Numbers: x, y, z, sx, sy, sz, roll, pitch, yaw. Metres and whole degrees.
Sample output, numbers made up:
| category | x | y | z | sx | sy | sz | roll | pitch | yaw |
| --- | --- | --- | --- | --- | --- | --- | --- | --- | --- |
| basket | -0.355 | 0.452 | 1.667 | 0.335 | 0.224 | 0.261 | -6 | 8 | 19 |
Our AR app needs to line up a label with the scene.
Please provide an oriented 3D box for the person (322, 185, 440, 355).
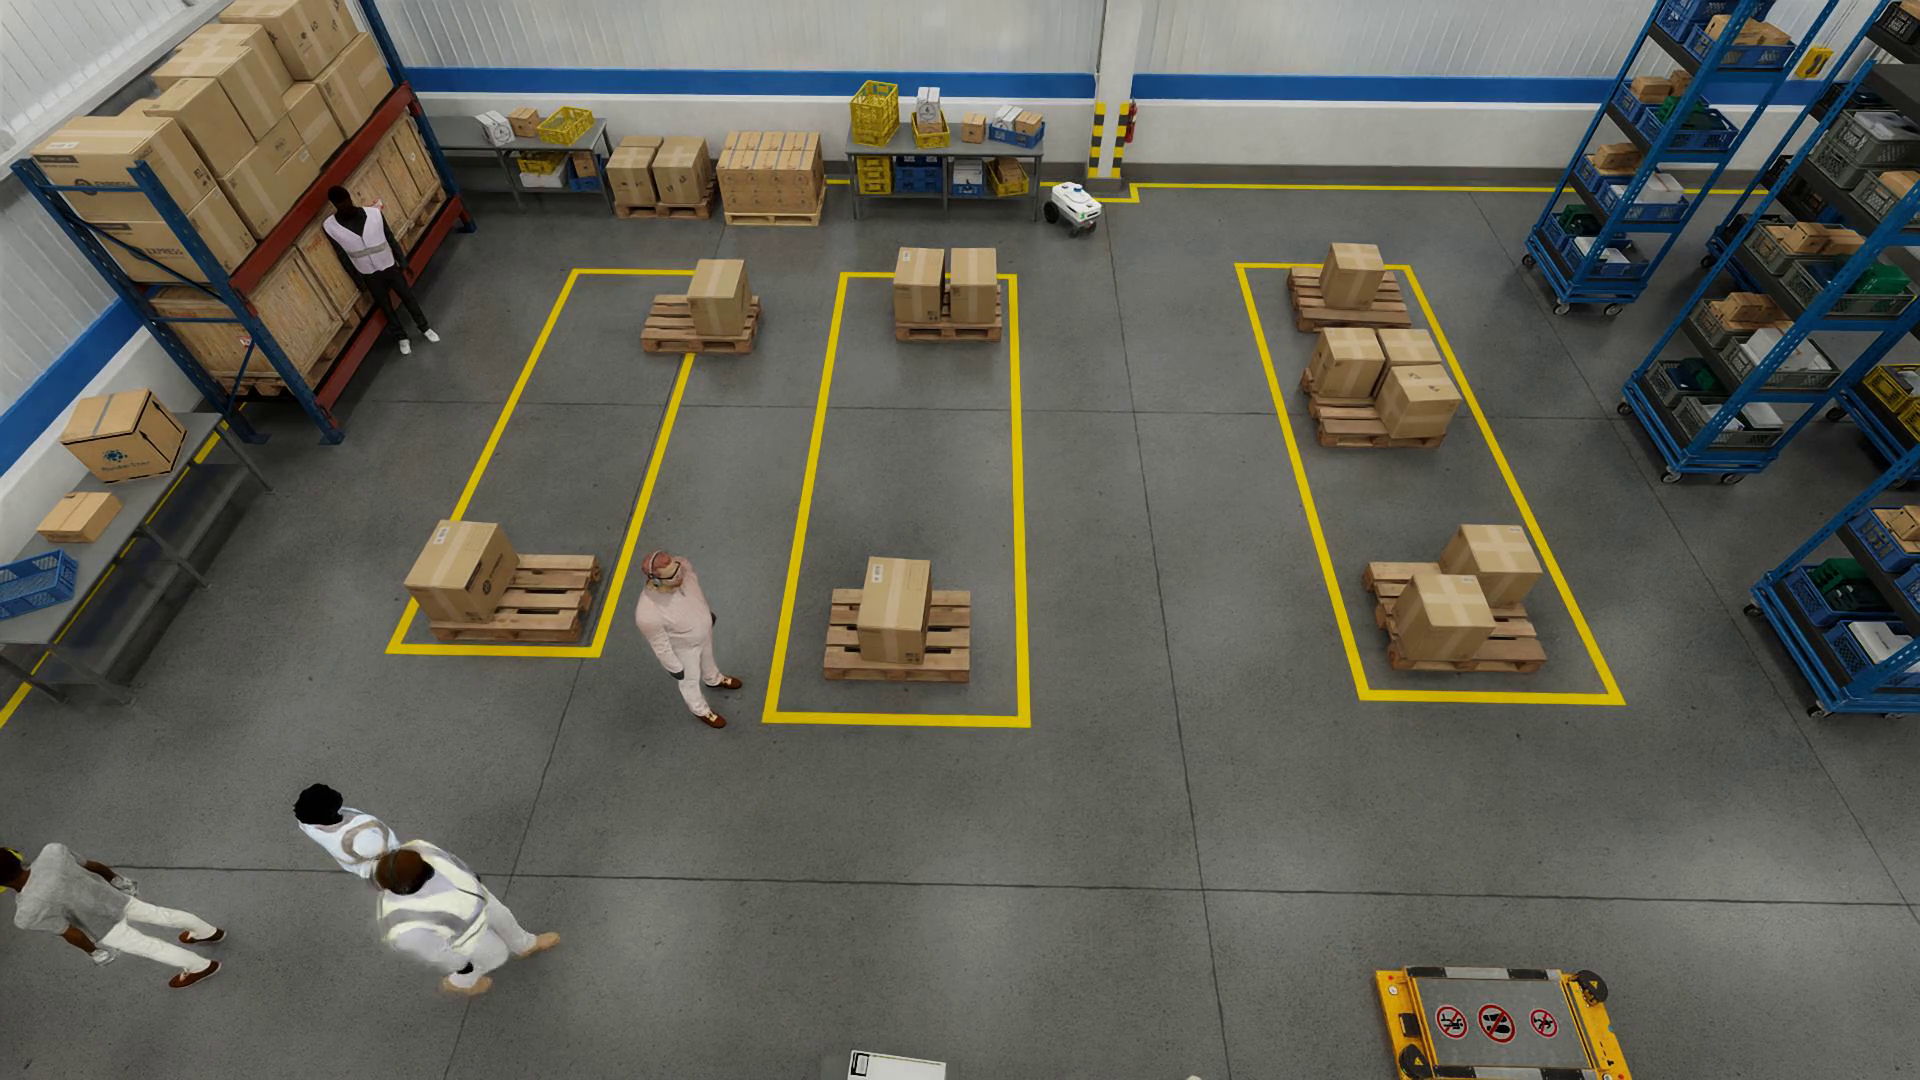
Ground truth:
| category | x | y | z | sx | sy | sz | roll | pitch | yaw |
| --- | --- | --- | --- | --- | --- | --- | --- | --- | --- |
| person | -6.193 | -2.890 | 9.772 | 0.590 | 1.915 | 0.392 | -31 | 57 | -23 |

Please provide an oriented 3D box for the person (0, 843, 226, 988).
| category | x | y | z | sx | sy | sz | roll | pitch | yaw |
| --- | --- | --- | --- | --- | --- | --- | --- | --- | --- |
| person | -5.215 | 2.294 | 5.578 | 0.313 | 1.863 | 0.539 | -12 | 52 | -10 |

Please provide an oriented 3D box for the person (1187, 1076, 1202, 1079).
| category | x | y | z | sx | sy | sz | roll | pitch | yaw |
| --- | --- | --- | --- | --- | --- | --- | --- | --- | --- |
| person | 1.126 | 3.241 | 4.824 | 0.403 | 1.834 | 0.589 | 27 | 56 | 20 |

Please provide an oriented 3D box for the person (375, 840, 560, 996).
| category | x | y | z | sx | sy | sz | roll | pitch | yaw |
| --- | --- | --- | --- | --- | --- | --- | --- | --- | --- |
| person | -3.063 | 2.305 | 5.596 | 0.569 | 1.818 | 0.657 | -12 | 52 | -10 |

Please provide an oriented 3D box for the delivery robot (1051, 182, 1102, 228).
| category | x | y | z | sx | sy | sz | roll | pitch | yaw |
| --- | --- | --- | --- | --- | --- | --- | --- | --- | --- |
| delivery robot | 1.490 | -4.312 | 11.743 | 0.477 | 0.478 | 0.707 | -26 | 56 | -20 |

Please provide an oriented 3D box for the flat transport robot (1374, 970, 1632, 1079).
| category | x | y | z | sx | sy | sz | roll | pitch | yaw |
| --- | --- | --- | --- | --- | --- | --- | --- | --- | --- |
| flat transport robot | 3.501 | 3.133 | 5.914 | 1.431 | 0.197 | 0.652 | 1 | 51 | 1 |

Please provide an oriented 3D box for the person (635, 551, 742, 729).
| category | x | y | z | sx | sy | sz | roll | pitch | yaw |
| --- | --- | --- | --- | --- | --- | --- | --- | --- | --- |
| person | -2.010 | 0.722 | 6.829 | 0.407 | 1.913 | 0.641 | 10 | 52 | 8 |

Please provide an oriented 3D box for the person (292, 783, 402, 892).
| category | x | y | z | sx | sy | sz | roll | pitch | yaw |
| --- | --- | --- | --- | --- | --- | --- | --- | --- | --- |
| person | -3.761 | 2.021 | 5.906 | 0.539 | 1.695 | 0.318 | 15 | 52 | 12 |
